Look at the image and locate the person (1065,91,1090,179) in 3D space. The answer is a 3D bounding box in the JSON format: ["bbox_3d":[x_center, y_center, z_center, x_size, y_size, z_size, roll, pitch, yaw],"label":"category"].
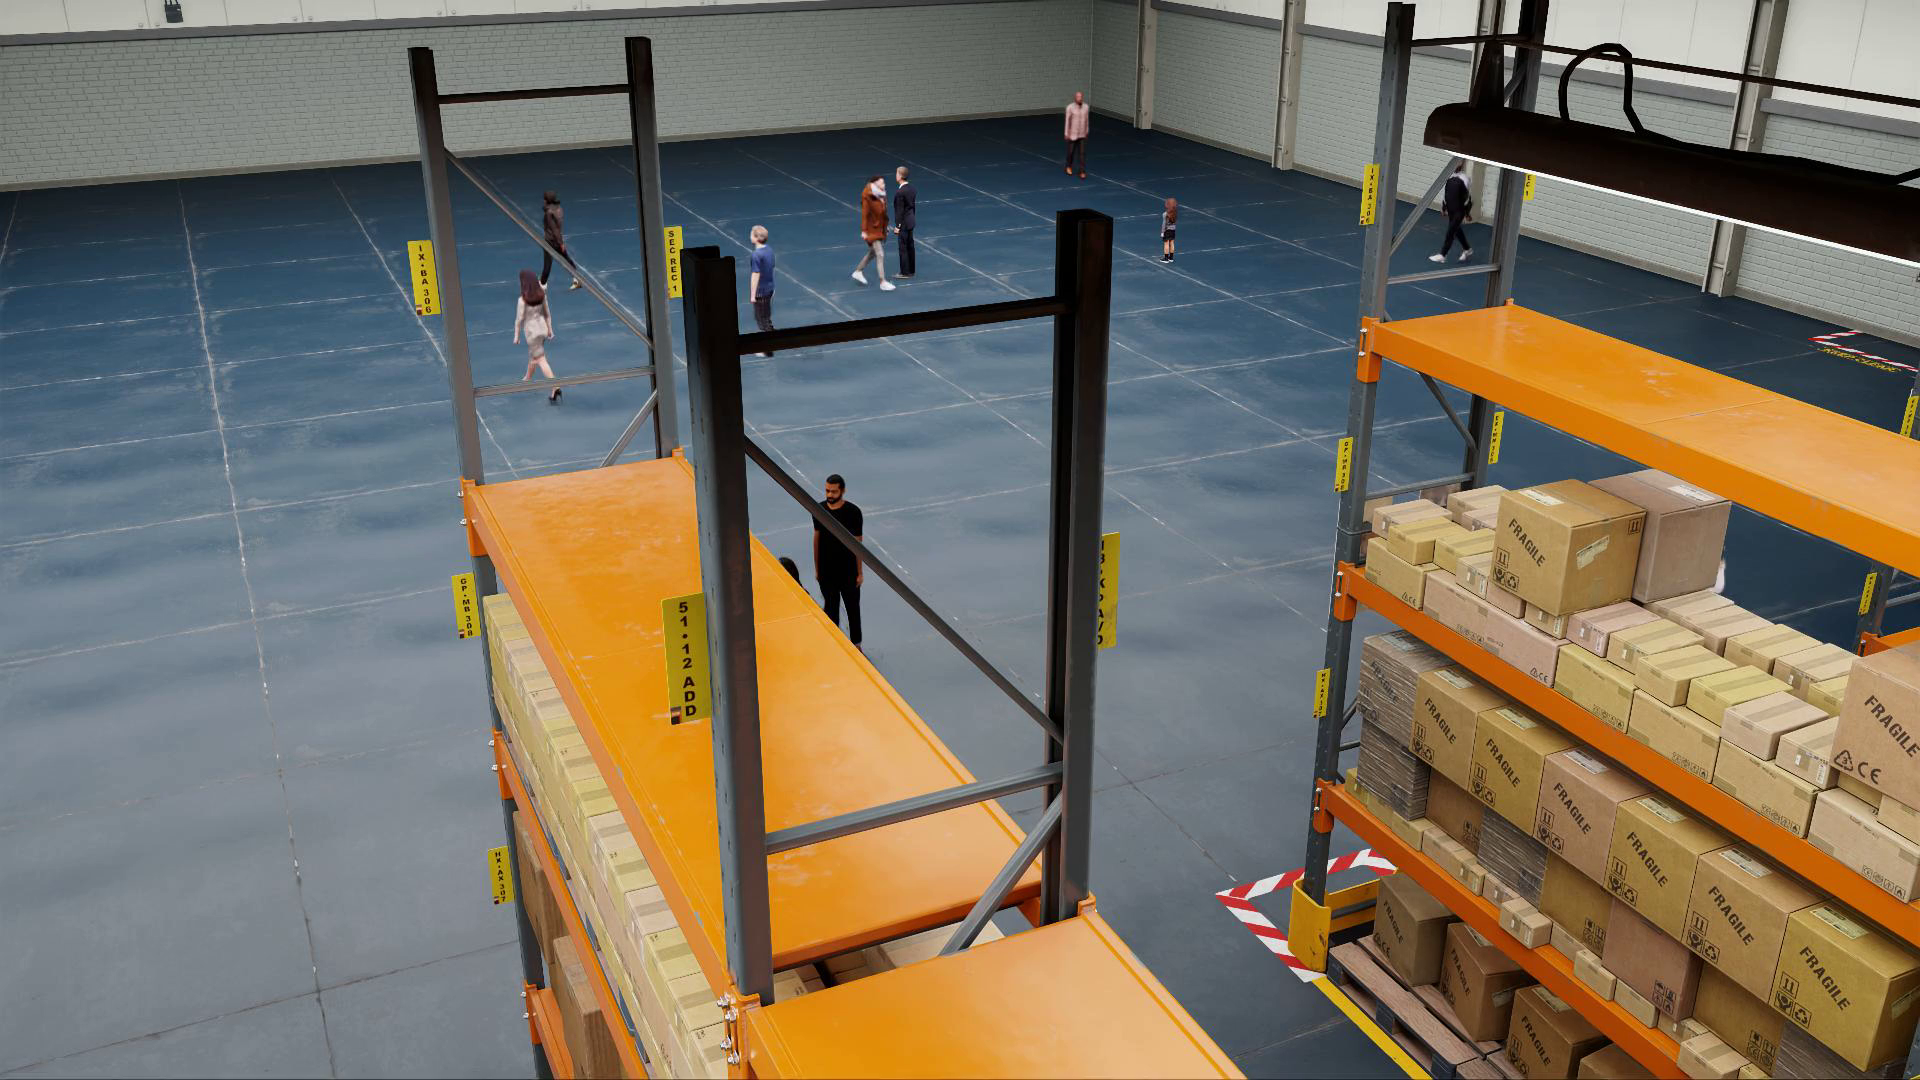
[{"bbox_3d":[2.471,-8.657,35.482,0.890,1.785,1.239,-5,23,-11],"label":"person"}]

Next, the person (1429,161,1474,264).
[{"bbox_3d":[8.558,-5.624,28.329,0.816,1.802,1.146,-11,25,-24],"label":"person"}]

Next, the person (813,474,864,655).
[{"bbox_3d":[-1.050,0.240,14.599,0.704,1.756,0.749,6,24,14],"label":"person"}]

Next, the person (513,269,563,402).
[{"bbox_3d":[-5.376,-2.571,21.295,1.181,1.689,0.996,14,27,30],"label":"person"}]

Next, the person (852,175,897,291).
[{"bbox_3d":[-1.450,-4.946,26.747,1.235,1.793,1.134,10,25,23],"label":"person"}]

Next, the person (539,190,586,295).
[{"bbox_3d":[-6.572,-4.730,26.430,1.079,1.643,1.112,-17,28,-34],"label":"person"}]

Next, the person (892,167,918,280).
[{"bbox_3d":[-0.908,-5.244,27.418,0.807,1.816,0.781,12,26,25],"label":"person"}]

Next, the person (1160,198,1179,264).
[{"bbox_3d":[3.584,-5.320,28.506,0.522,1.104,0.526,-20,30,-39],"label":"person"}]

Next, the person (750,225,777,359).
[{"bbox_3d":[-2.651,-3.438,23.114,0.868,1.861,0.804,7,24,17],"label":"person"}]
